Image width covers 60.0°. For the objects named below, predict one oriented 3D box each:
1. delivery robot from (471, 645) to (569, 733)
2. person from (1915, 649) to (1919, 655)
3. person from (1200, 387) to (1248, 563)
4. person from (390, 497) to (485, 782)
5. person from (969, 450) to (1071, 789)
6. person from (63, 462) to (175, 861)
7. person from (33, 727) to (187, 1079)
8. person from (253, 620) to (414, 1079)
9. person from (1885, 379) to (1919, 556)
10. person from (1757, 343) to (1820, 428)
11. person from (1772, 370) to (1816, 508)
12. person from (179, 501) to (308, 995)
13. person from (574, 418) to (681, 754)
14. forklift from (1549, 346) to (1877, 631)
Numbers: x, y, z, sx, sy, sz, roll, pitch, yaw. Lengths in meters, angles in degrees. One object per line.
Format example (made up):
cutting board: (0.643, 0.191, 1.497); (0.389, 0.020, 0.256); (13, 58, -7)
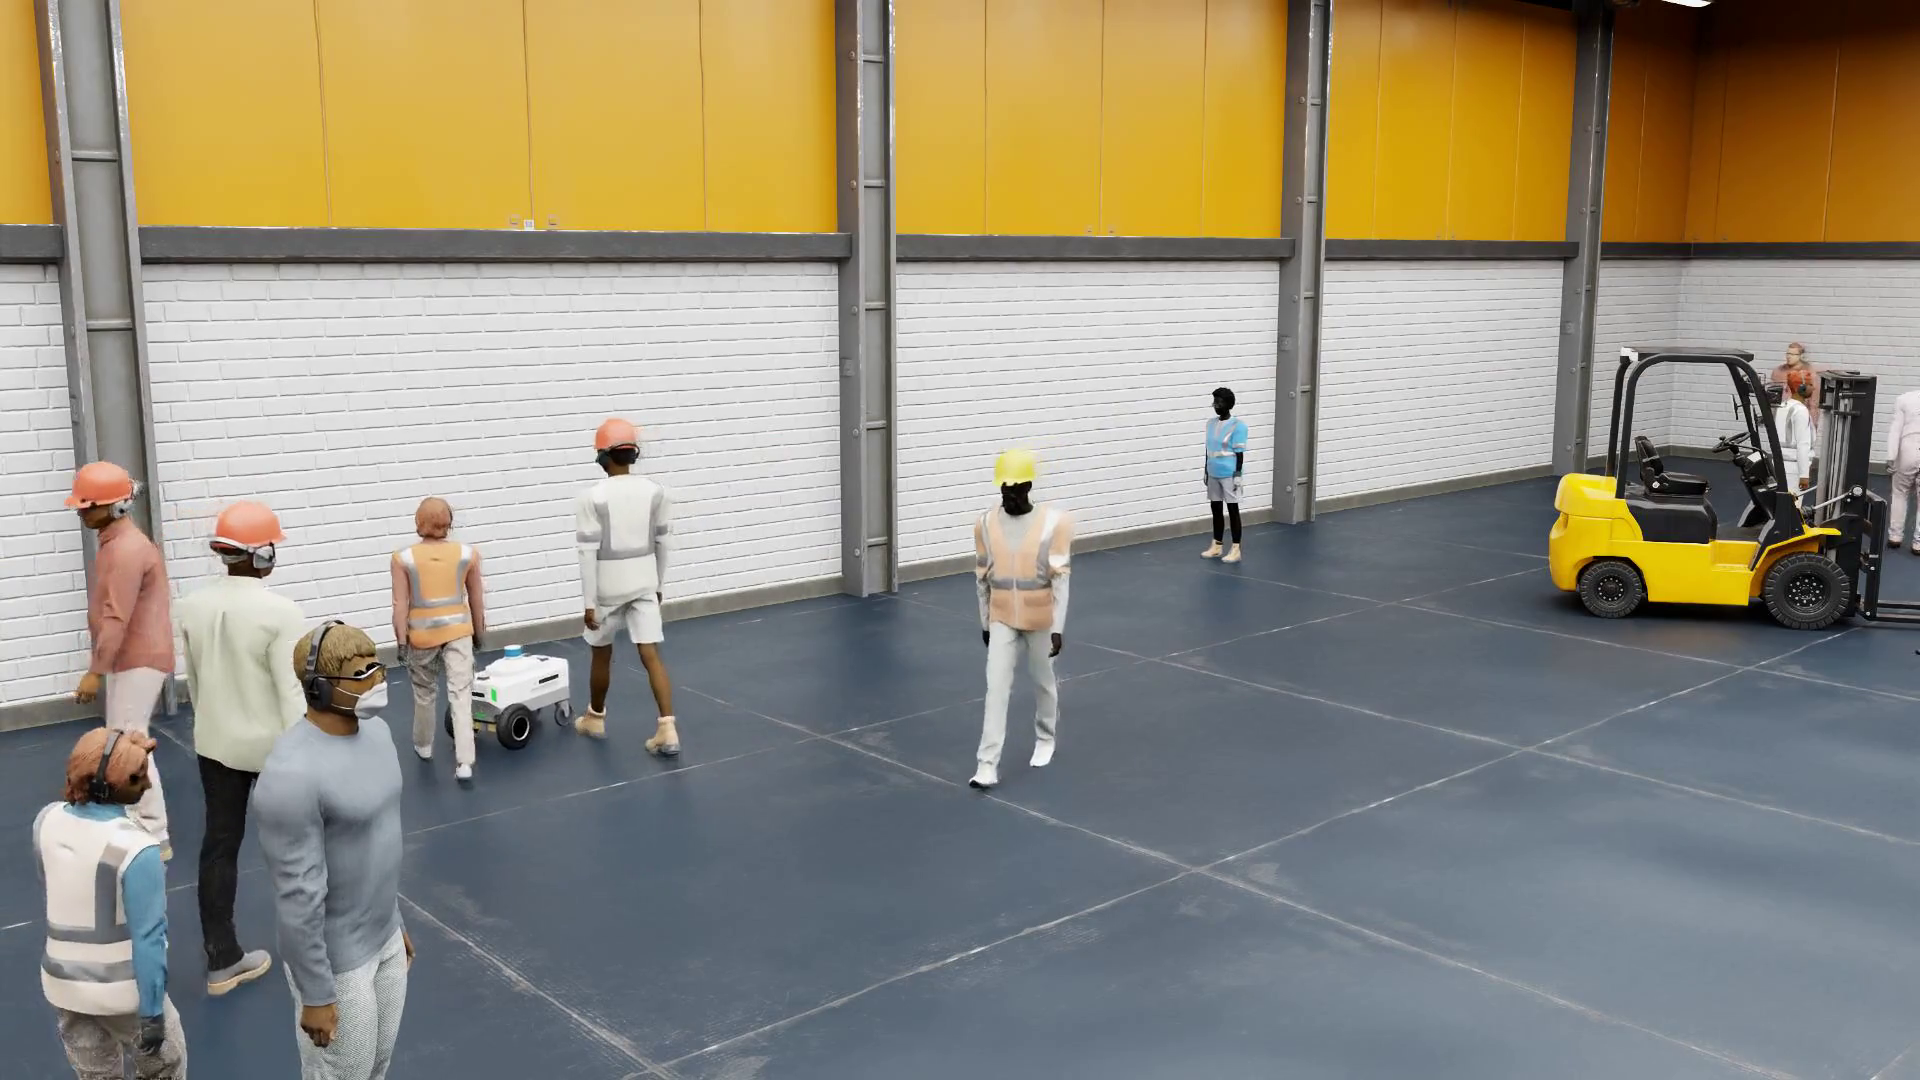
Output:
delivery robot: (-2.730, 0.888, 10.195); (0.477, 0.478, 0.707); (5, 11, 27)
person: (7.315, -0.015, 11.860); (0.737, 1.884, 0.678); (-3, 10, -17)
person: (2.547, -0.627, 16.063); (0.318, 1.683, 0.534); (-7, 12, -34)
person: (-2.948, 0.552, 9.442); (0.517, 1.589, 0.892); (-4, 11, -24)
person: (0.330, 0.430, 9.311); (0.589, 1.875, 0.993); (3, 10, 18)
person: (-4.081, 0.595, 8.114); (0.438, 1.976, 0.625); (-7, 12, -37)
person: (-2.488, 1.310, 4.928); (0.531, 1.594, 0.518); (4, 10, 22)
person: (-1.738, 1.177, 4.748); (0.372, 1.940, 0.630); (0, 10, 1)
person: (9.549, -0.793, 16.520); (0.662, 1.855, 0.794); (4, 11, 23)
person: (10.538, -1.571, 21.082); (0.996, 1.863, 0.642); (-4, 11, -23)
person: (7.833, -0.655, 15.632); (0.355, 1.885, 0.575); (1, 10, 5)
person: (-2.840, 0.800, 6.894); (0.647, 1.950, 0.962); (3, 10, 16)
person: (-1.998, 0.274, 9.910); (0.614, 2.004, 1.022); (-7, 12, -34)
forklift: (6.109, -0.478, 13.691); (2.313, 2.155, 1.214); (3, 10, 16)
